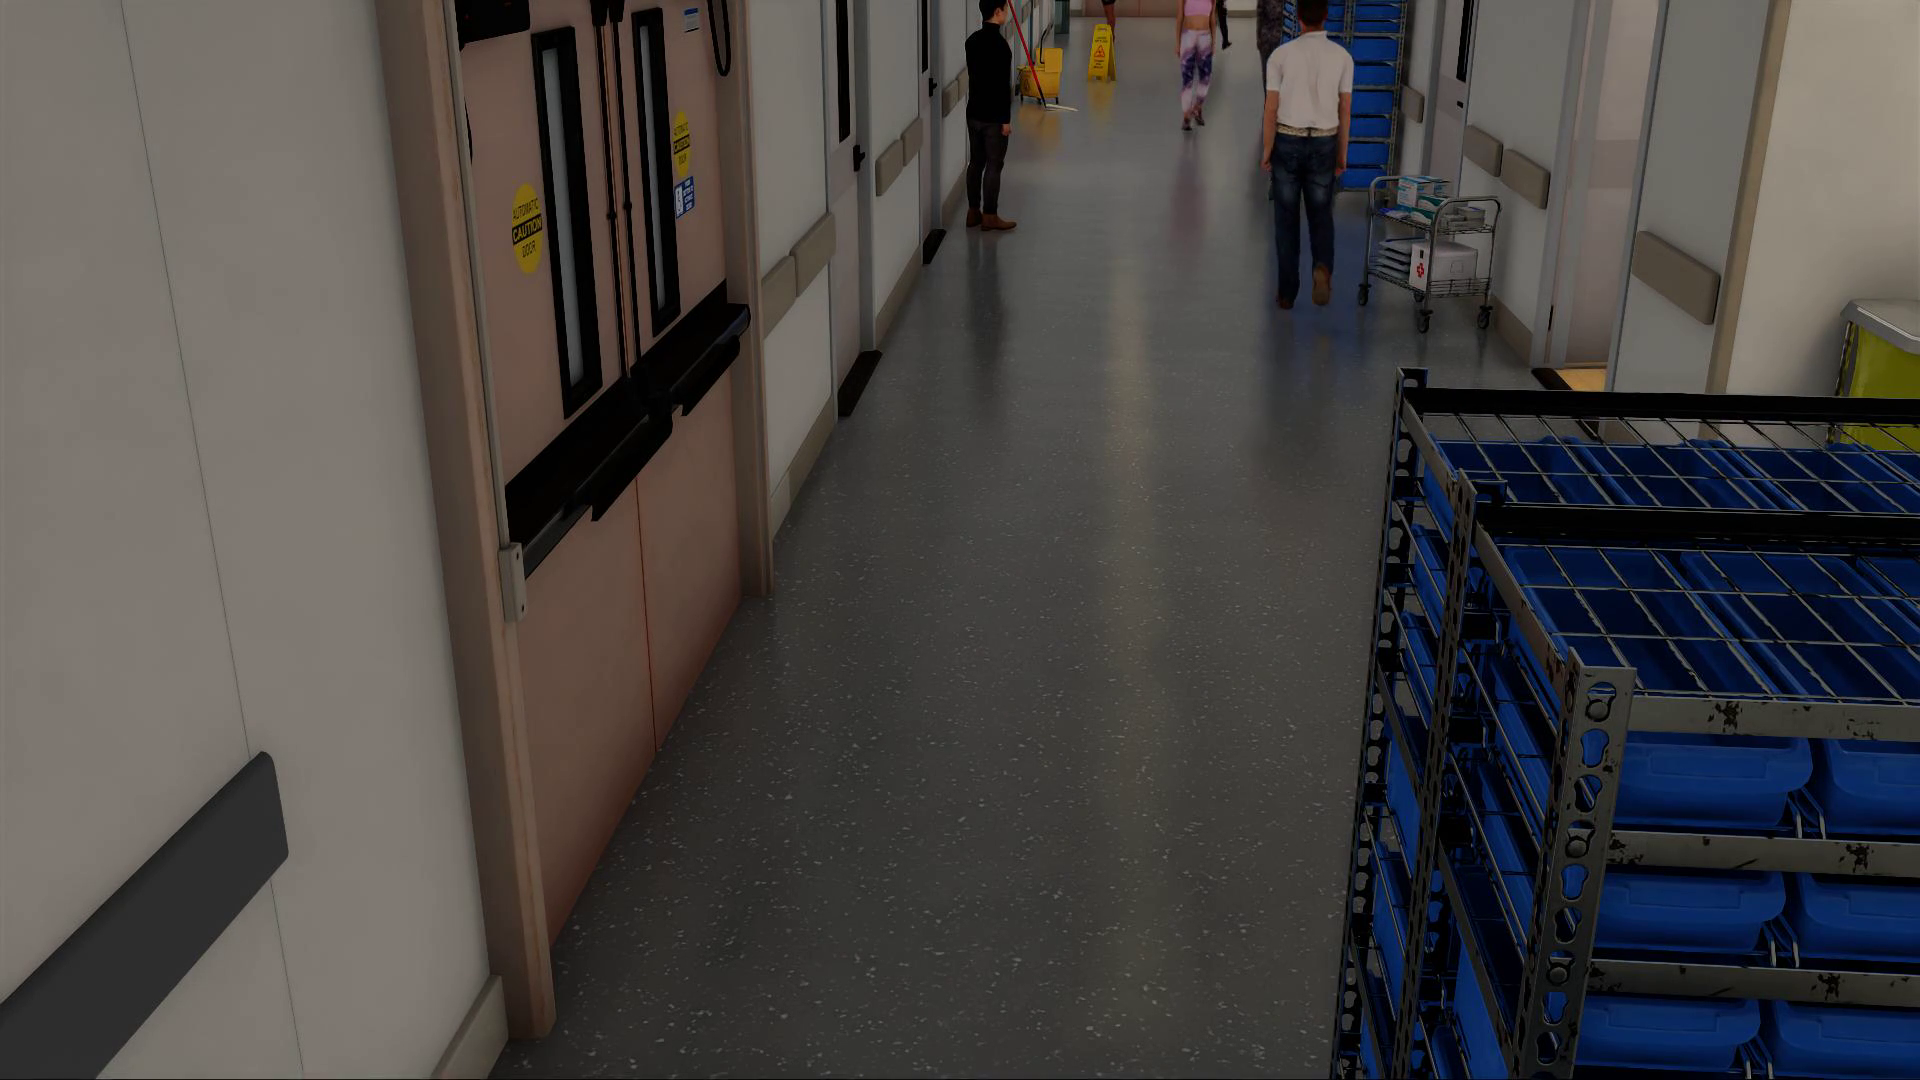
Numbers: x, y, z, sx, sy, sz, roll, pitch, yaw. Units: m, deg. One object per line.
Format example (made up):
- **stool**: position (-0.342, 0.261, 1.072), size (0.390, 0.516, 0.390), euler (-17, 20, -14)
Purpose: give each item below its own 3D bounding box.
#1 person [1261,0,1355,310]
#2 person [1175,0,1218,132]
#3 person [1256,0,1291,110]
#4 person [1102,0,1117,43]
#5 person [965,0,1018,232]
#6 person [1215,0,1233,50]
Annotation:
- **person**: position (1.999, -2.216, 9.596), size (0.699, 1.838, 0.958), euler (0, 21, 0)
- **person**: position (2.541, -5.353, 17.984), size (0.674, 1.763, 0.899), euler (-2, 21, -5)
- **person**: position (3.611, -5.767, 19.183), size (0.594, 1.688, 1.078), euler (3, 21, 7)
- **person**: position (2.618, -9.560, 29.265), size (0.684, 1.640, 0.601), euler (6, 22, 15)
- **person**: position (0.206, -3.170, 12.278), size (0.777, 1.722, 0.692), euler (-14, 25, -32)
- **person**: position (4.196, -8.919, 27.593), size (0.896, 1.625, 1.081), euler (14, 25, 32)
